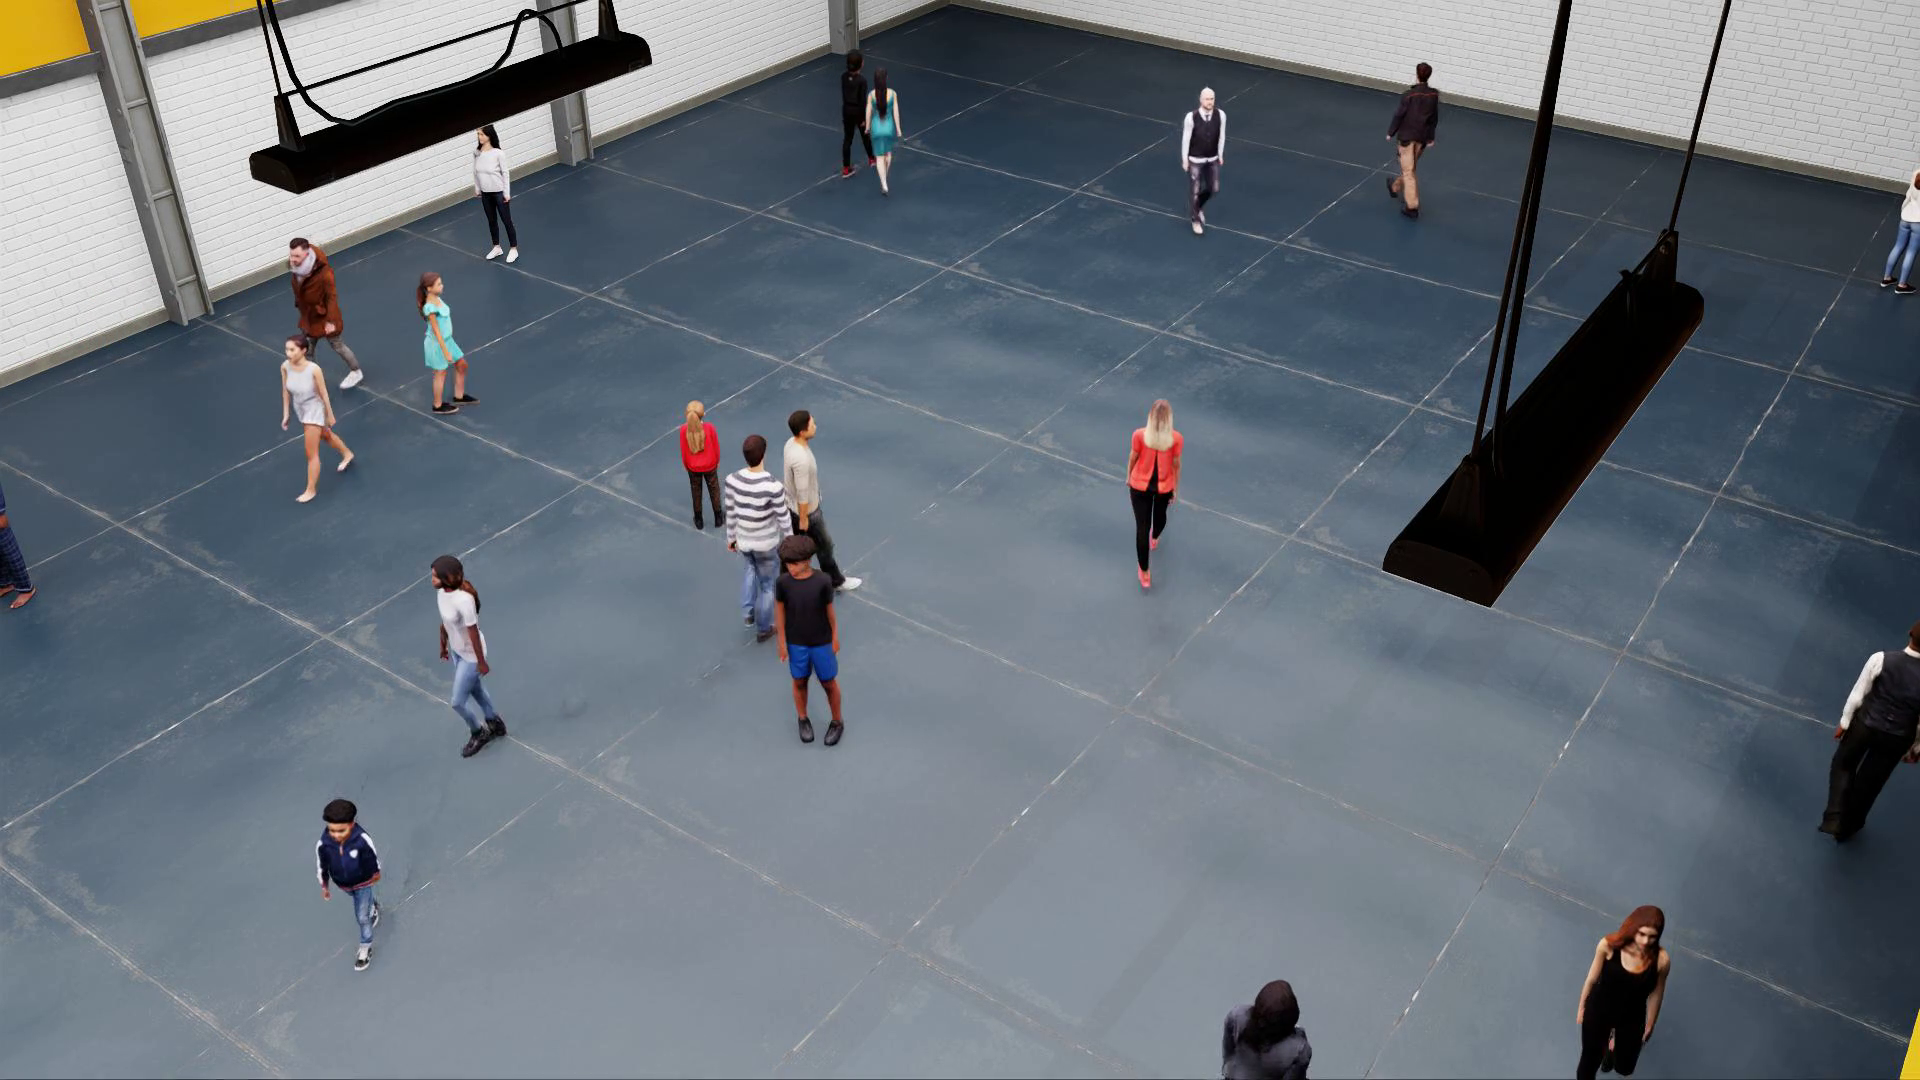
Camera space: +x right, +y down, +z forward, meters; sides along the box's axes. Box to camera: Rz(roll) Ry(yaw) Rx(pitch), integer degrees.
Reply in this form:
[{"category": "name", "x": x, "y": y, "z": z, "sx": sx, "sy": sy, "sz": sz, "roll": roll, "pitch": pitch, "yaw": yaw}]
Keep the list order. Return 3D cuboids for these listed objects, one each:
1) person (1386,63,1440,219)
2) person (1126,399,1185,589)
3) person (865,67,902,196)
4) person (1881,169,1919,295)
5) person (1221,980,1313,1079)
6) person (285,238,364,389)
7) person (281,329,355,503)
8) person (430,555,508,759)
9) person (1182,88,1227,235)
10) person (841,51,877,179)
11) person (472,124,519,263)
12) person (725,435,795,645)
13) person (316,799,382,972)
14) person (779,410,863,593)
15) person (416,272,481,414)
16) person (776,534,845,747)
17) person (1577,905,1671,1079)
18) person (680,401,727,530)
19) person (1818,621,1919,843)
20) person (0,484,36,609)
[{"category": "person", "x": 5.722, "y": -4.982, "z": 20.920, "sx": 1.252, "sy": 1.869, "sz": 1.266, "roll": -8, "pitch": 34, "yaw": -12}, {"category": "person", "x": 1.638, "y": -0.379, "z": 14.194, "sx": 0.999, "sy": 1.649, "sz": 1.211, "roll": 2, "pitch": 34, "yaw": 3}, {"category": "person", "x": -0.995, "y": -5.251, "z": 21.511, "sx": 0.880, "sy": 1.662, "sz": 0.941, "roll": -5, "pitch": 34, "yaw": -7}, {"category": "person", "x": 10.996, "y": -3.669, "z": 19.104, "sx": 0.734, "sy": 1.692, "sz": 0.704, "roll": -11, "pitch": 35, "yaw": -16}, {"category": "person", "x": 1.627, "y": 3.027, "z": 9.141, "sx": 0.726, "sy": 1.570, "sz": 1.005, "roll": 17, "pitch": 37, "yaw": 24}, {"category": "person", "x": -6.448, "y": -2.282, "z": 16.939, "sx": 0.913, "sy": 1.778, "sz": 1.201, "roll": 14, "pitch": 36, "yaw": 20}, {"category": "person", "x": -6.011, "y": -1.221, "z": 15.543, "sx": 0.696, "sy": 1.557, "sz": 1.120, "roll": 13, "pitch": 36, "yaw": 19}, {"category": "person", "x": -3.582, "y": 0.819, "z": 12.338, "sx": 0.727, "sy": 1.709, "sz": 0.691, "roll": -25, "pitch": 41, "yaw": -33}, {"category": "person", "x": 2.985, "y": -4.717, "z": 20.573, "sx": 0.885, "sy": 1.812, "sz": 0.945, "roll": -6, "pitch": 34, "yaw": -9}, {"category": "person", "x": -1.443, "y": -5.617, "z": 22.083, "sx": 0.653, "sy": 1.639, "sz": 1.020, "roll": 18, "pitch": 38, "yaw": 25}, {"category": "person", "x": -5.550, "y": -4.160, "z": 19.836, "sx": 0.683, "sy": 1.700, "sz": 0.653, "roll": 10, "pitch": 35, "yaw": 15}, {"category": "person", "x": -1.668, "y": 0.059, "z": 13.374, "sx": 0.746, "sy": 1.827, "sz": 0.743, "roll": 12, "pitch": 36, "yaw": 18}, {"category": "person", "x": -3.939, "y": 2.138, "z": 10.815, "sx": 0.794, "sy": 1.197, "sz": 0.914, "roll": -1, "pitch": 34, "yaw": -1}, {"category": "person", "x": -1.407, "y": -0.267, "z": 13.894, "sx": 1.086, "sy": 1.793, "sz": 0.999, "roll": -10, "pitch": 35, "yaw": -14}, {"category": "person", "x": -5.291, "y": -1.958, "z": 16.666, "sx": 0.776, "sy": 1.542, "sz": 0.731, "roll": 0, "pitch": 34, "yaw": 0}, {"category": "person", "x": -1.144, "y": 0.692, "z": 12.458, "sx": 0.729, "sy": 1.787, "sz": 0.764, "roll": 2, "pitch": 34, "yaw": 4}, {"category": "person", "x": 3.768, "y": 2.675, "z": 9.547, "sx": 0.675, "sy": 1.707, "sz": 0.955, "roll": 14, "pitch": 36, "yaw": 20}, {"category": "person", "x": -2.327, "y": -0.683, "z": 14.983, "sx": 0.588, "sy": 1.281, "sz": 0.639, "roll": -2, "pitch": 34, "yaw": -3}, {"category": "person", "x": 6.260, "y": 1.362, "z": 11.337, "sx": 0.718, "sy": 1.911, "sz": 0.791, "roll": 19, "pitch": 38, "yaw": 26}, {"category": "person", "x": -8.171, "y": -0.277, "z": 13.881, "sx": 0.732, "sy": 1.825, "sz": 0.700, "roll": 11, "pitch": 35, "yaw": 16}]
